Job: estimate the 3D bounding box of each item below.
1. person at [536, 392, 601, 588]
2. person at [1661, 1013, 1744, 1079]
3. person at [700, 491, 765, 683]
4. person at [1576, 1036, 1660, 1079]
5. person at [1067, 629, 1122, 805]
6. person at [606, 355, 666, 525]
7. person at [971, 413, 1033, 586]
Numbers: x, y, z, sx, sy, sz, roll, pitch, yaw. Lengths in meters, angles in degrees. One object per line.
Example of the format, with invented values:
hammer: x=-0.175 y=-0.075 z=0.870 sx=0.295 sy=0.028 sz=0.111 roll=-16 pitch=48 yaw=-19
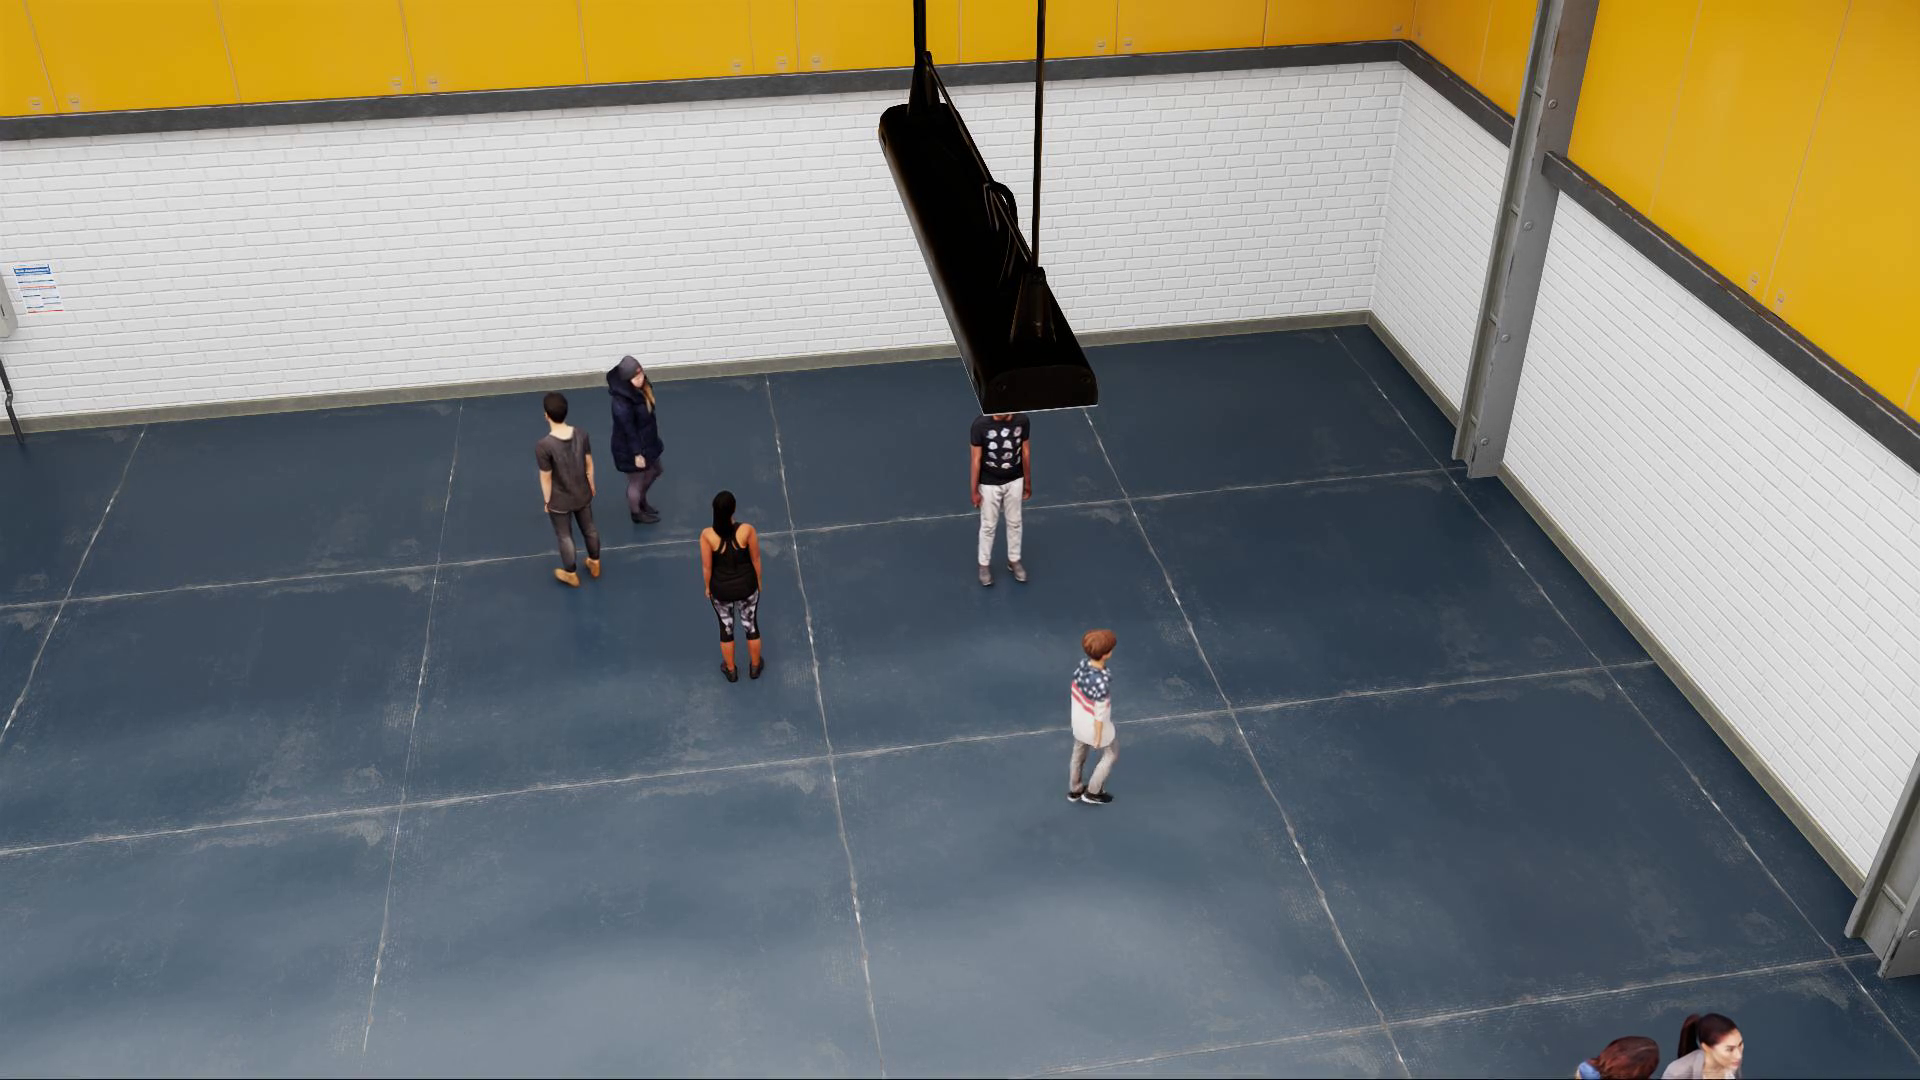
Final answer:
person: x=-3.150 y=-0.407 z=13.392 sx=0.701 sy=1.716 sz=0.701 roll=-23 pitch=40 yaw=-30
person: x=3.616 y=2.978 z=8.334 sx=0.669 sy=1.678 sz=0.661 roll=-13 pitch=36 yaw=-19
person: x=-1.679 y=0.333 z=12.331 sx=0.580 sy=1.658 sz=0.506 roll=-7 pitch=34 yaw=-10
person: x=3.088 y=3.067 z=8.090 sx=0.833 sy=1.801 sz=0.712 roll=-26 pitch=41 yaw=-33
person: x=0.838 y=1.220 z=11.203 sx=0.651 sy=1.430 sz=0.558 roll=-19 pitch=38 yaw=-26
person: x=-2.827 y=-0.827 z=14.071 sx=0.819 sy=1.664 sz=0.698 roll=3 pitch=34 yaw=5
person: x=0.329 y=-0.475 z=13.417 sx=0.675 sy=1.802 sz=0.618 roll=-8 pitch=34 yaw=-12
